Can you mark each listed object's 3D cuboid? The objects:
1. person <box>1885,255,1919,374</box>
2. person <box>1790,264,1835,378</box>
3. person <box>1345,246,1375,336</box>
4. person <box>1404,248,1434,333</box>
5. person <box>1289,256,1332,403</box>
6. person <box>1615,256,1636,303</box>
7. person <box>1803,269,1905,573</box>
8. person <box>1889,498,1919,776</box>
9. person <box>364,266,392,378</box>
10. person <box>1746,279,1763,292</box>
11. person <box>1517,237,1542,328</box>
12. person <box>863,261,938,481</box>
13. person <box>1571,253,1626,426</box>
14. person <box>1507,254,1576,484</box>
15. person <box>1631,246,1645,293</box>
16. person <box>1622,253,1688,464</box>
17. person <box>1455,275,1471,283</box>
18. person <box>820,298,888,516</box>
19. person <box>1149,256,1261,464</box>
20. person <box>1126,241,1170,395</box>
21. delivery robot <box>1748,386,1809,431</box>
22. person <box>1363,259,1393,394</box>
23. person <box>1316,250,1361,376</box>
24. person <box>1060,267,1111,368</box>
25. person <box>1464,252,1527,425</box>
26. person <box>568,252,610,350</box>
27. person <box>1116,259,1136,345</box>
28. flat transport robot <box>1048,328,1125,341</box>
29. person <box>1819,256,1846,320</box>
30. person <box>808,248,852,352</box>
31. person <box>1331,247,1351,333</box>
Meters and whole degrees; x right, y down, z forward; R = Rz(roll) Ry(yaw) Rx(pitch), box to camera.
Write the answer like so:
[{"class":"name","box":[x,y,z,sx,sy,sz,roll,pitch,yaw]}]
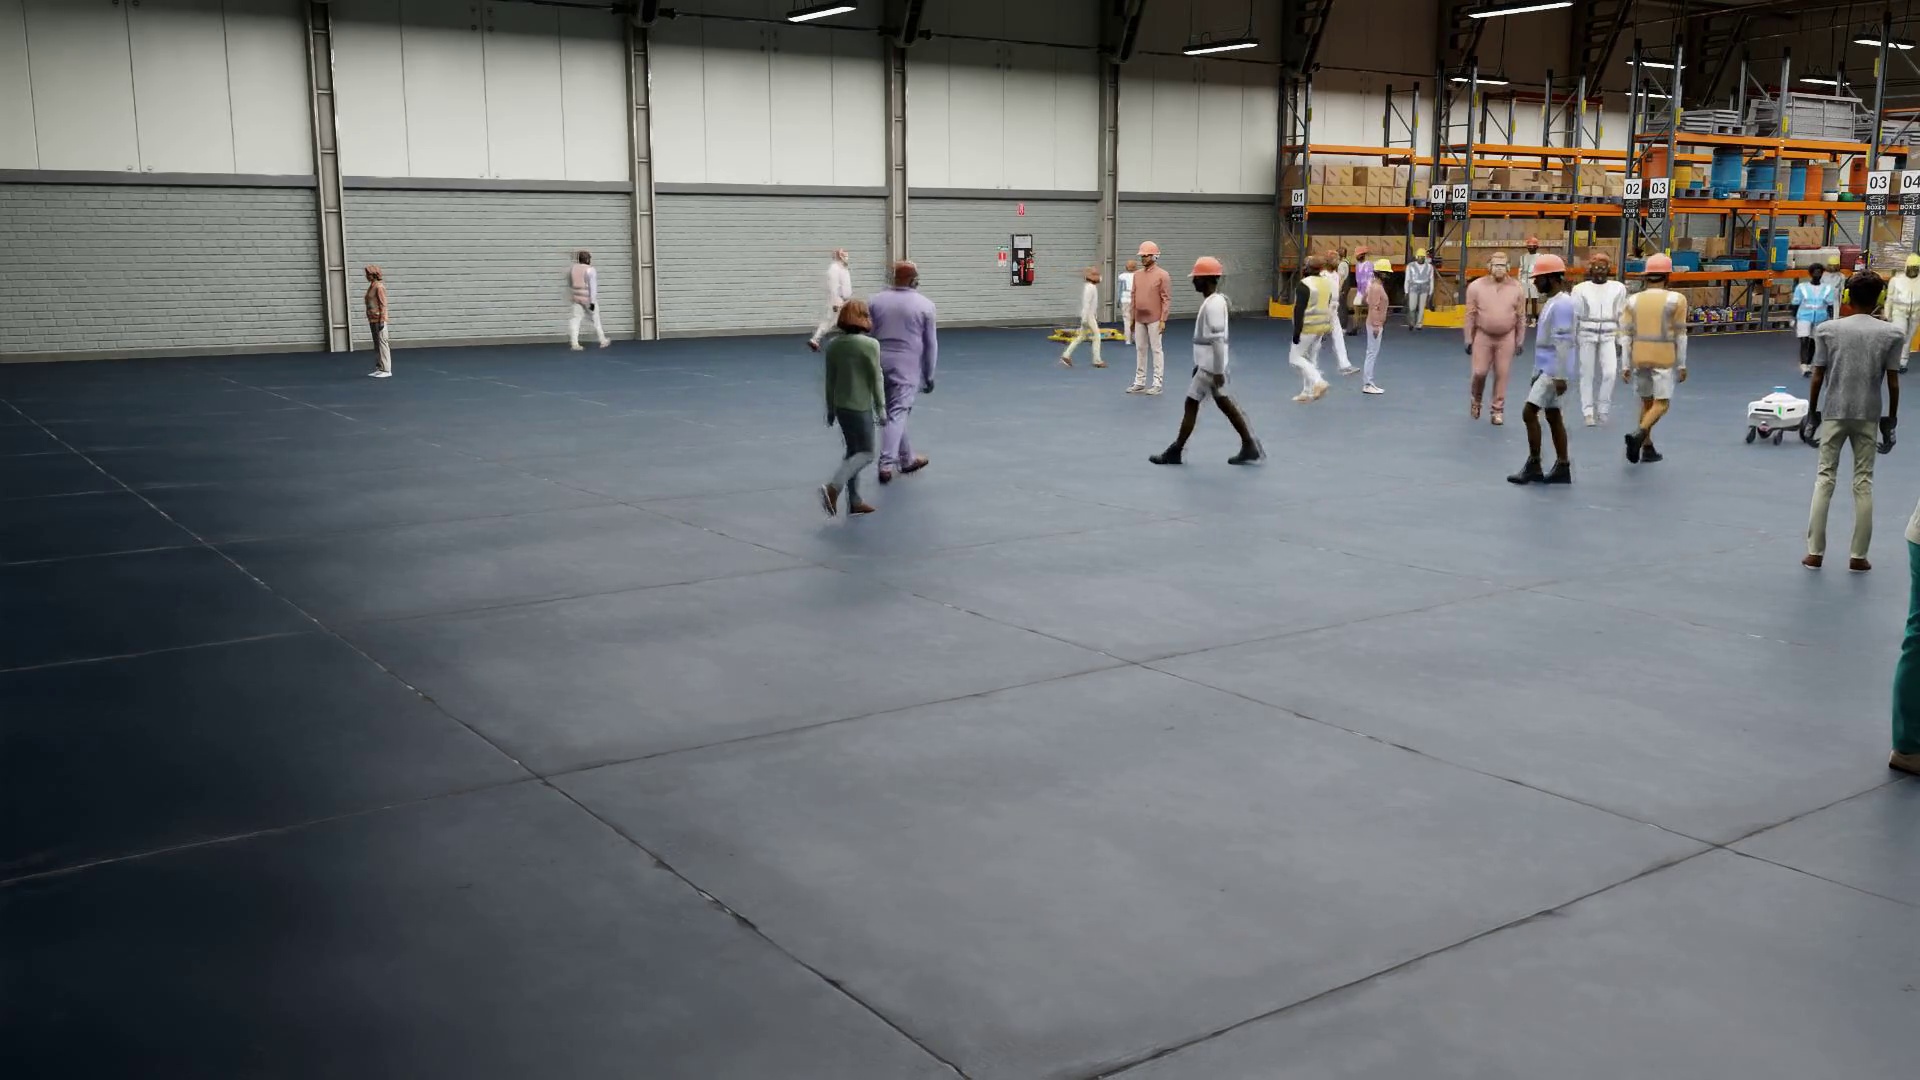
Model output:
[{"class":"person","box":[14.327,-3.399,25.096,0.619,1.780,0.917,3,11,17]},{"class":"person","box":[12.437,-3.182,24.222,0.557,1.652,0.836,2,11,13]},{"class":"person","box":[8.515,-5.224,34.868,1.024,1.879,0.557,-7,13,-35]},{"class":"person","box":[9.862,-5.351,35.687,0.619,1.819,0.498,1,10,6]},{"class":"person","box":[4.333,-2.576,20.477,0.496,1.824,0.644,10,14,43]},{"class":"person","box":[14.967,-5.558,37.363,0.537,1.621,0.528,-8,13,-38]},{"class":"person","box":[5.490,-0.726,10.246,0.504,1.861,0.312,5,11,25]},{"class":"person","box":[3.803,0.025,6.372,0.315,1.769,0.523,7,13,35]},{"class":"person","box":[-8.547,-3.198,24.398,0.308,1.636,0.523,-7,13,-35]},{"class":"person","box":[22.941,-7.626,47.905,0.373,1.914,0.596,-8,13,-39]},{"class":"person","box":[12.892,-5.806,37.637,0.420,2.040,0.633,-10,14,-44]},{"class":"person","box":[-0.529,-1.440,14.190,0.659,1.851,0.945,5,11,25]},{"class":"person","box":[6.905,-2.153,18.021,0.622,1.870,0.539,2,10,10]},{"class":"person","box":[4.825,-1.408,13.832,0.699,1.908,0.563,2,10,9]},{"class":"person","box":[15.778,-5.952,38.939,0.786,1.845,0.521,-9,14,-41]},{"class":"person","box":[6.220,-1.619,14.988,0.802,1.919,0.551,-9,14,-40]},{"class":"person","box":[12.968,-6.749,43.029,1.011,1.937,0.644,-5,12,-27]},{"class":"person","box":[-0.812,-0.951,12.136,0.504,1.614,0.579,9,14,41]},{"class":"person","box":[2.271,-1.605,15.005,1.014,1.893,0.558,2,10,9]},{"class":"person","box":[2.469,-2.907,21.820,0.612,1.995,0.382,10,14,44]},{"class":"delivery robot","box":[8.213,-1.297,16.685,0.707,0.478,0.477,-9,14,-41]},{"class":"person","box":[5.516,-2.810,21.922,0.329,1.765,0.533,3,11,18]},{"class":"person","box":[5.524,-3.334,24.556,0.904,1.843,0.619,9,14,42]},{"class":"person","box":[1.958,-3.492,26.120,0.778,1.597,0.490,1,10,5]},{"class":"person","box":[5.886,-2.208,18.286,0.655,1.892,0.421,2,11,11]},{"class":"person","box":[-6.864,-4.384,30.515,0.635,1.784,0.974,4,11,22]},{"class":"person","box":[3.230,-4.539,31.760,0.540,1.619,0.560,-1,10,-4]},{"class":"flat transport robot","box":[2.520,-4.081,32.985,1.431,0.197,0.652,-6,12,-28]},{"class":"person","box":[15.728,-4.270,30.094,0.500,1.706,0.843,4,11,19]},{"class":"person","box":[-2.224,-4.246,29.551,0.948,1.864,0.660,3,11,17]},{"class":"person","box":[8.175,-5.344,35.606,0.345,1.840,0.504,5,11,25]}]
